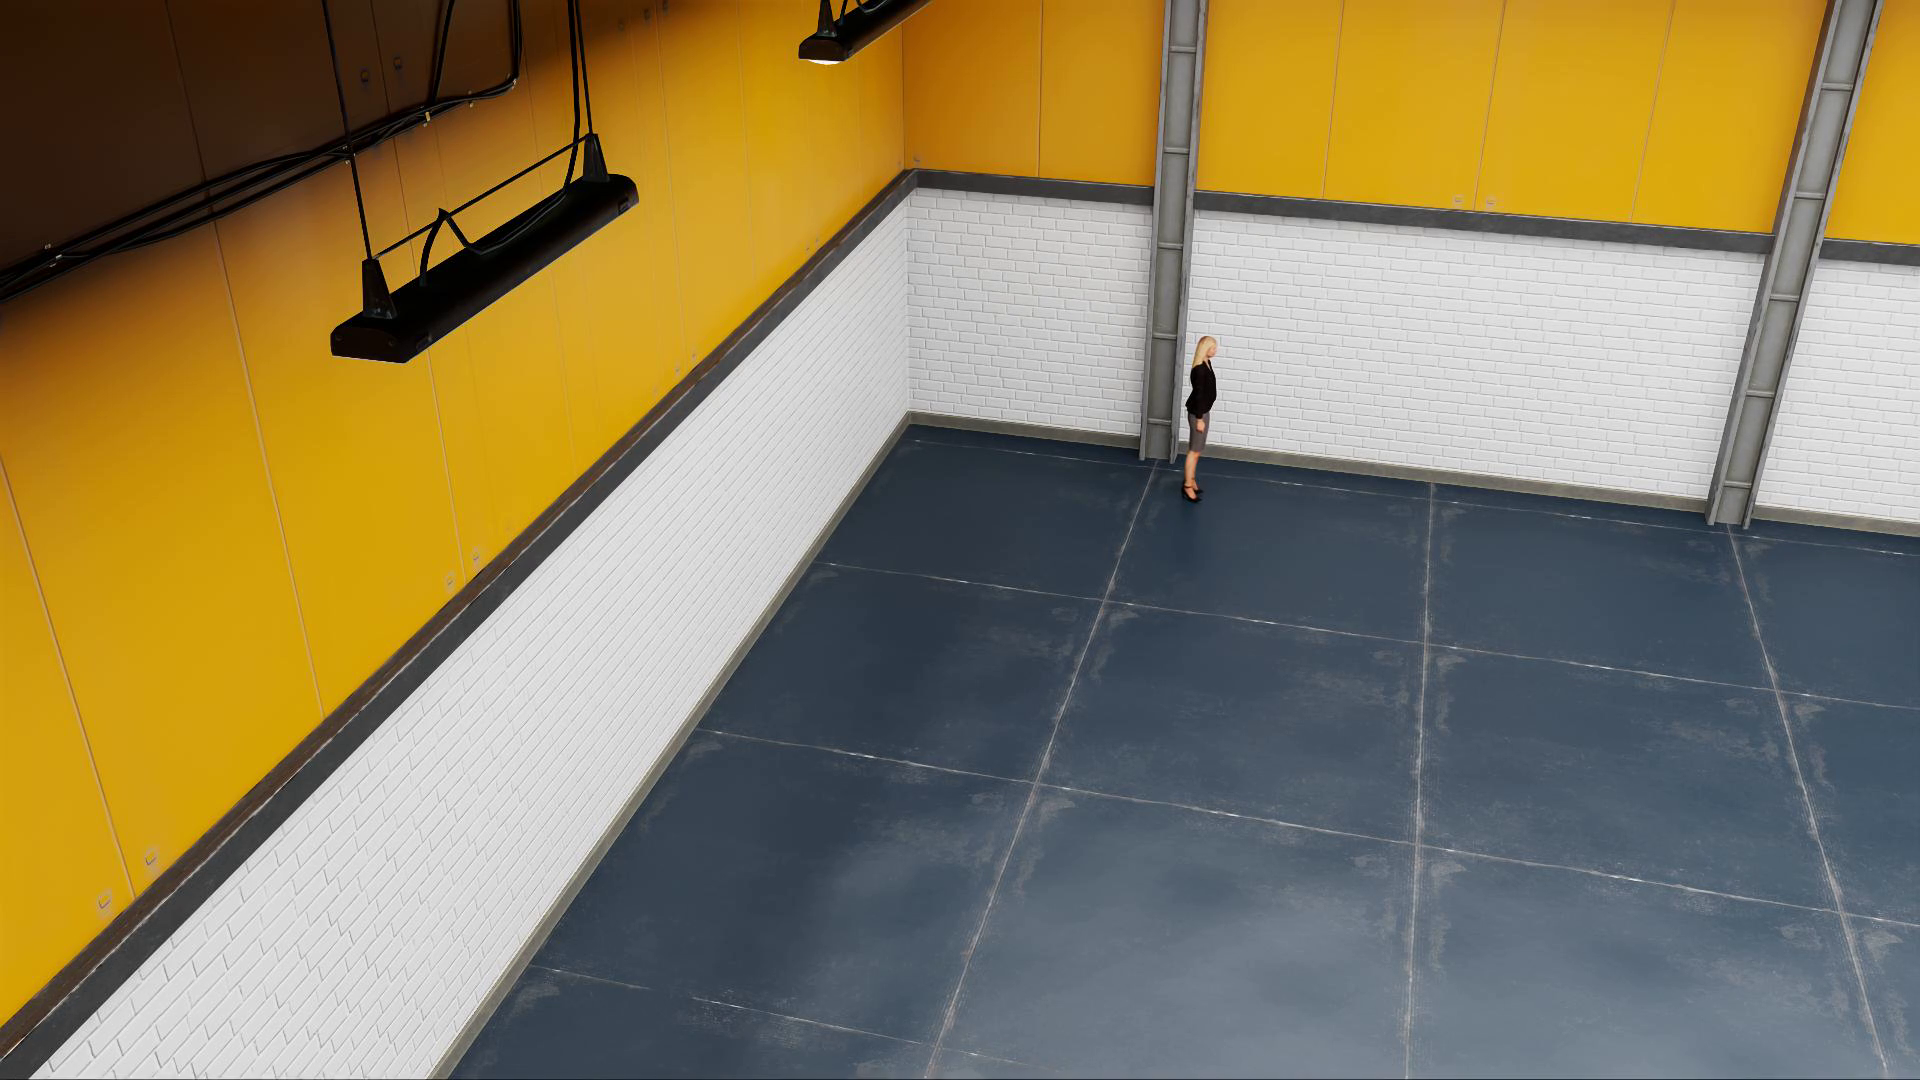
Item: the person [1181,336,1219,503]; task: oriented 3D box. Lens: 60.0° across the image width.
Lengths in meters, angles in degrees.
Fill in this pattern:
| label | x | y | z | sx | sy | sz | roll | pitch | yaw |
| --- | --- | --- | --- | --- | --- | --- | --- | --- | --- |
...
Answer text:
| label | x | y | z | sx | sy | sz | roll | pitch | yaw |
| --- | --- | --- | --- | --- | --- | --- | --- | --- | --- |
| person | 2.502 | -1.280 | 17.488 | 0.523 | 1.841 | 0.592 | 7 | 29 | 13 |
